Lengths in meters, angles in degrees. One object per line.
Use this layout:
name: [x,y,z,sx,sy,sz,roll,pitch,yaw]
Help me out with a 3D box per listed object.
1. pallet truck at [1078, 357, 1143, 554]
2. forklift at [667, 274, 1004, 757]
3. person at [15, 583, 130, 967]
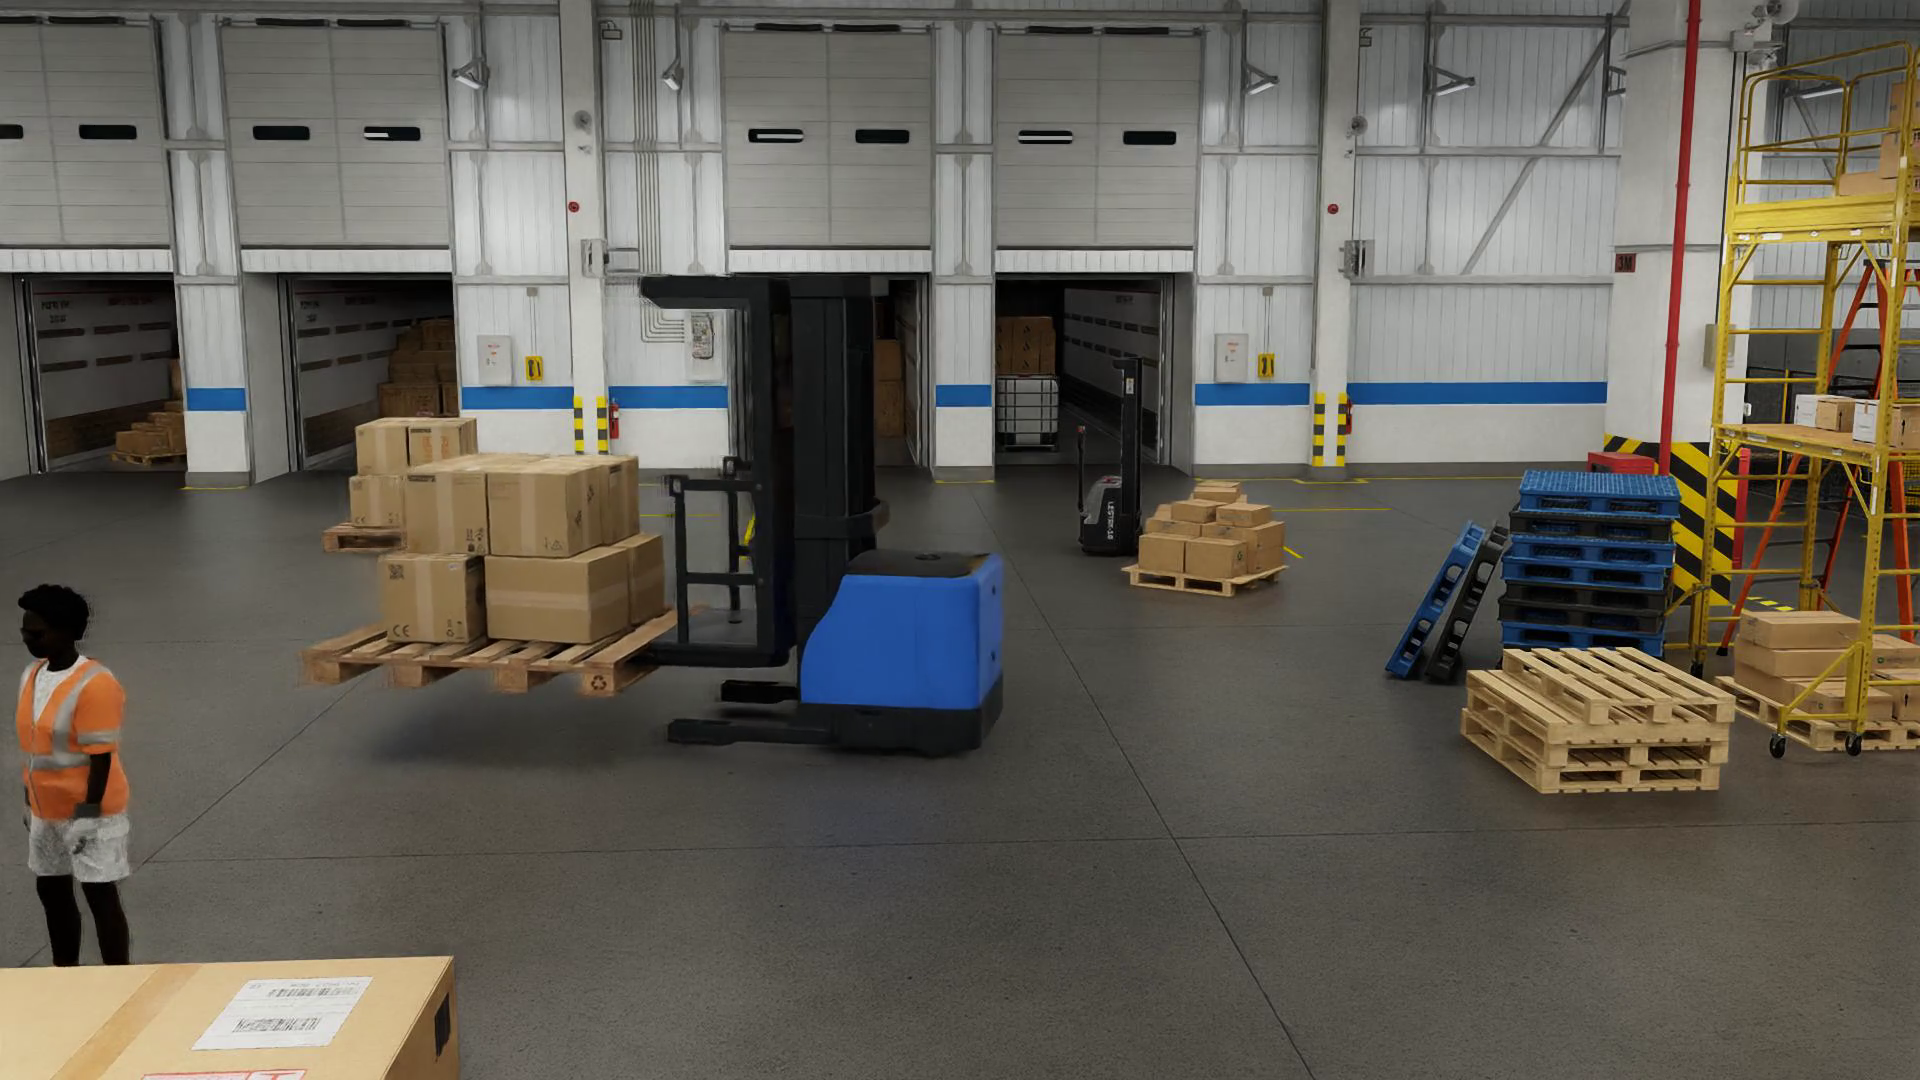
pallet truck: [2.088,-0.836,16.757,1.885,1.965,0.823,2,9,13]
forklift: [-0.719,-0.210,10.065,1.873,2.768,1.129,2,9,10]
person: [-3.319,0.998,6.200,0.540,1.695,0.347,5,10,29]
